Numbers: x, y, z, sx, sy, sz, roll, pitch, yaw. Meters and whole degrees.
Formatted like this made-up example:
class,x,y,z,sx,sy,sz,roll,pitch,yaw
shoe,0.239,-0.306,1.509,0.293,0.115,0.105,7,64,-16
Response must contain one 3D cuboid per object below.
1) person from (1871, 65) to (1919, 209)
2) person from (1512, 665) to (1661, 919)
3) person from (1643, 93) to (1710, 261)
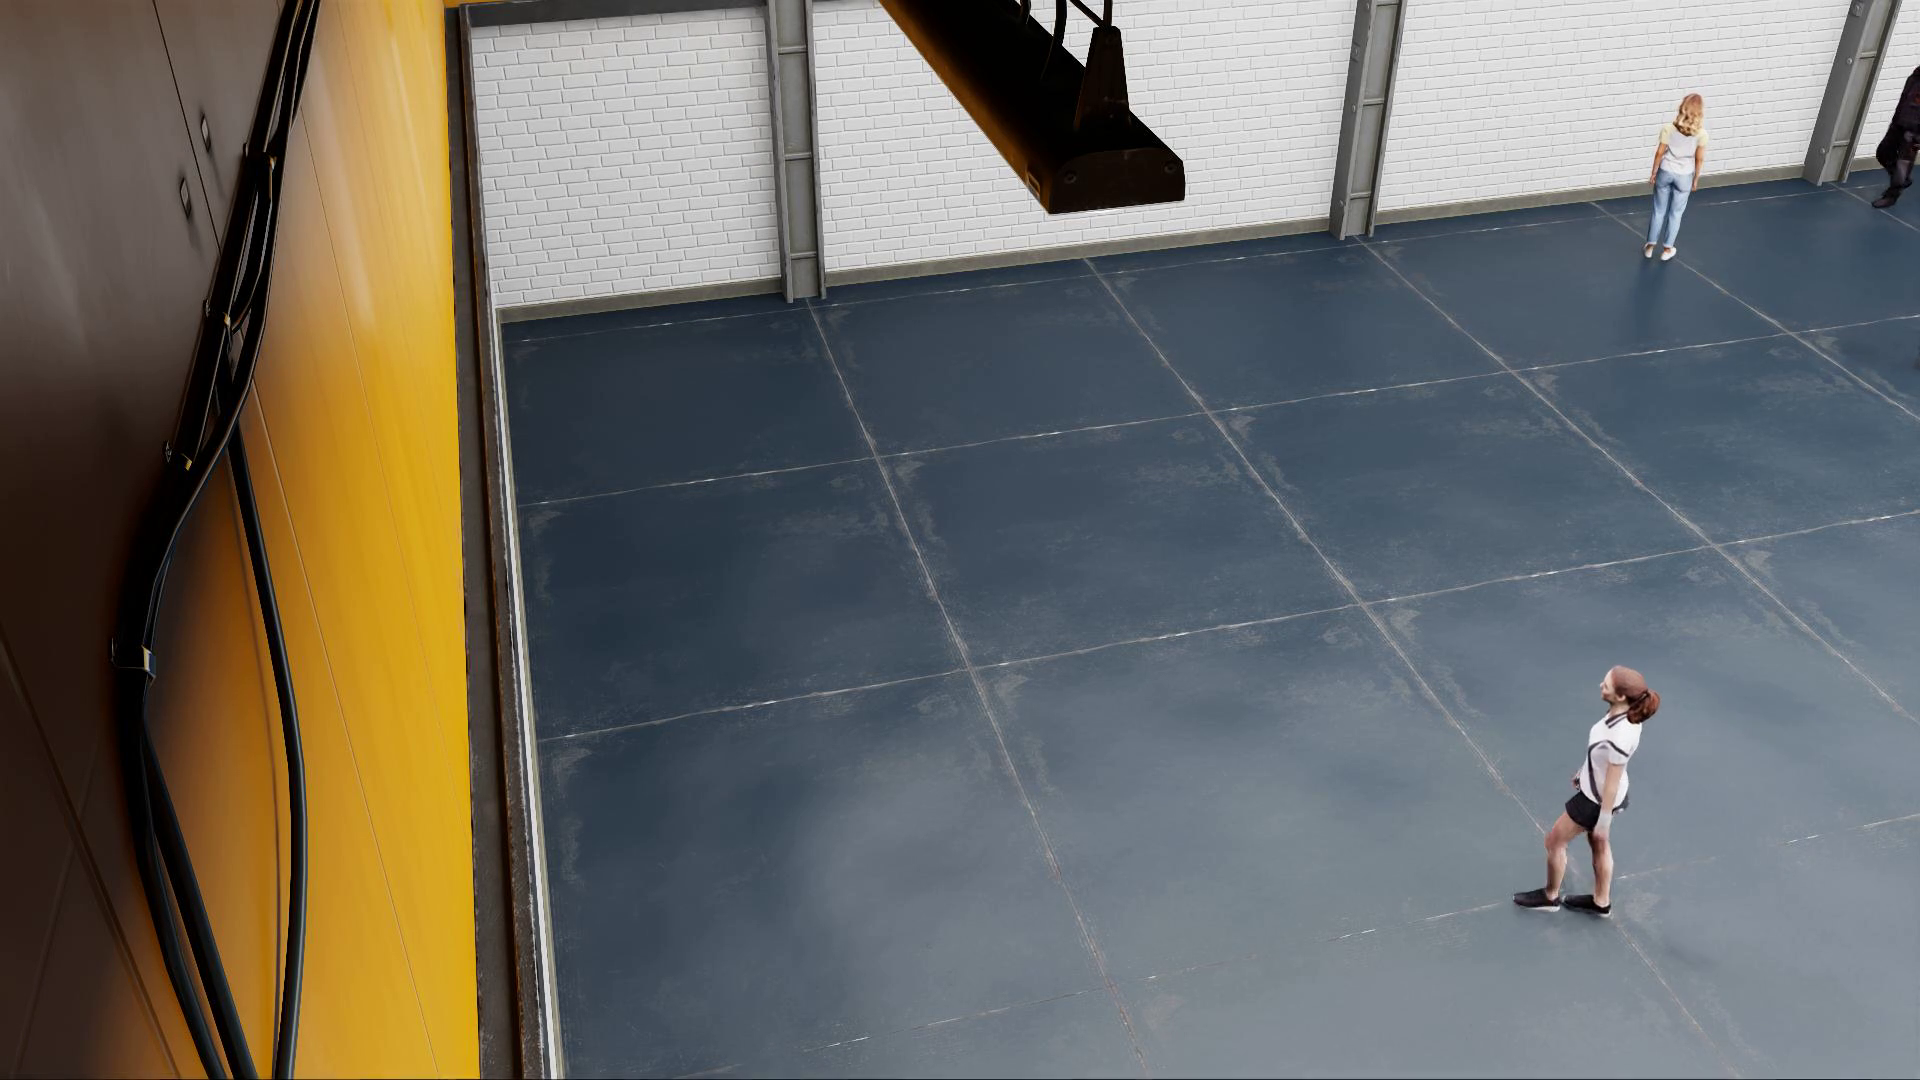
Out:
class,x,y,z,sx,sy,sz,roll,pitch,yaw
person,10.490,-4.541,18.189,0.740,1.817,0.709,-7,34,-10
person,3.643,1.458,9.240,0.897,1.732,0.819,13,36,19
person,7.321,-3.716,17.033,0.693,1.723,0.762,16,37,23
